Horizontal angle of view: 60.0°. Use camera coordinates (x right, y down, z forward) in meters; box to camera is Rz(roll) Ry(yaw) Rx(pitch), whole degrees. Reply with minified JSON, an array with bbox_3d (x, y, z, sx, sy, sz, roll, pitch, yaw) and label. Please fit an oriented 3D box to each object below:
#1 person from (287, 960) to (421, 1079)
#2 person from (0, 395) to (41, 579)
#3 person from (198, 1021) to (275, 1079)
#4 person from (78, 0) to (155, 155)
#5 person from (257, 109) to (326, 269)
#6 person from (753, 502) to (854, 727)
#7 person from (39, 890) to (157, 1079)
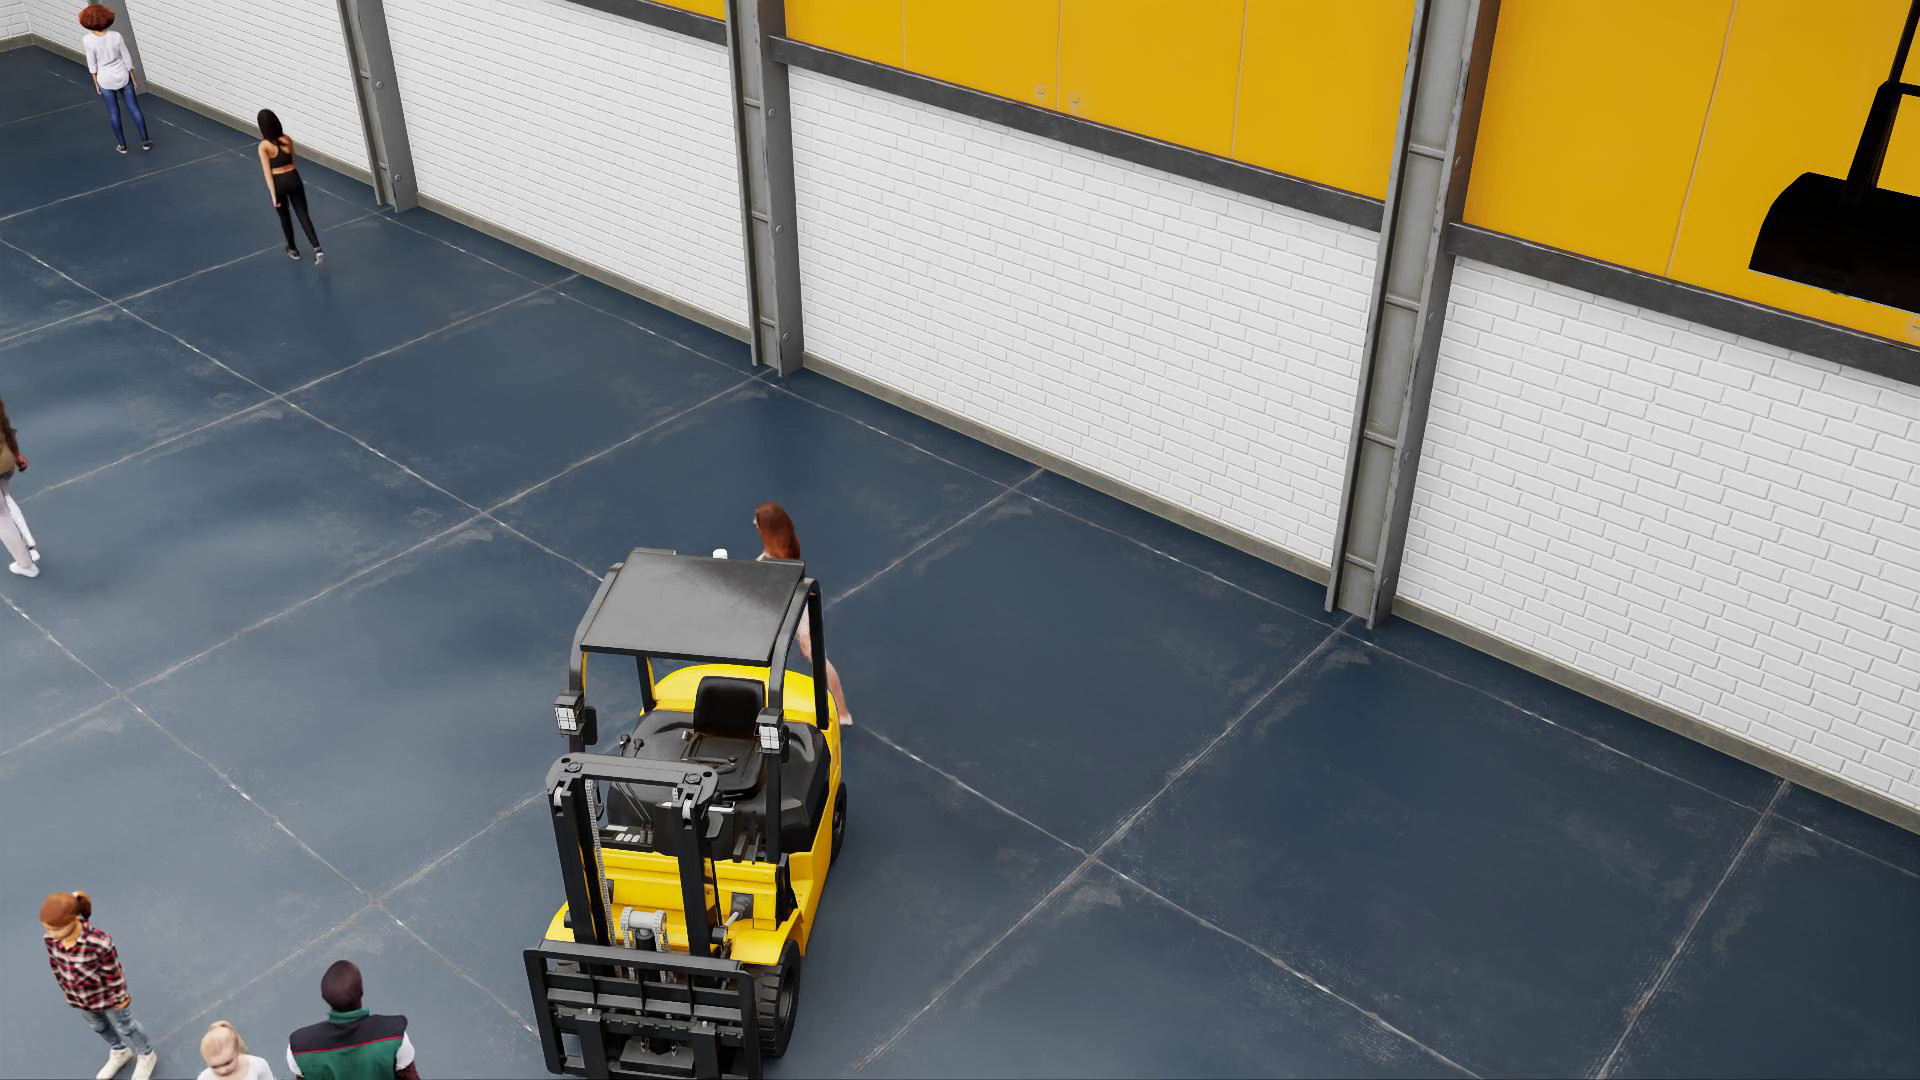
[{"bbox_3d":[-2.613,2.641,7.342,1.072,1.807,1.246,-10,35,-14],"label":"person"},{"bbox_3d":[-6.995,-0.495,12.052,0.751,1.815,0.817,14,36,20],"label":"person"},{"bbox_3d":[-3.292,2.675,7.782,0.754,1.263,0.949,-12,35,-17],"label":"person"},{"bbox_3d":[-9.958,-5.433,19.575,0.728,1.712,0.738,-14,36,-20],"label":"person"},{"bbox_3d":[-6.749,-3.524,16.783,0.653,1.622,1.080,-25,41,-33],"label":"person"},{"bbox_3d":[-1.034,0.524,10.673,1.151,1.645,0.667,20,39,28],"label":"person"},{"bbox_3d":[-4.358,2.243,8.396,0.548,1.302,0.650,6,34,10],"label":"person"}]
